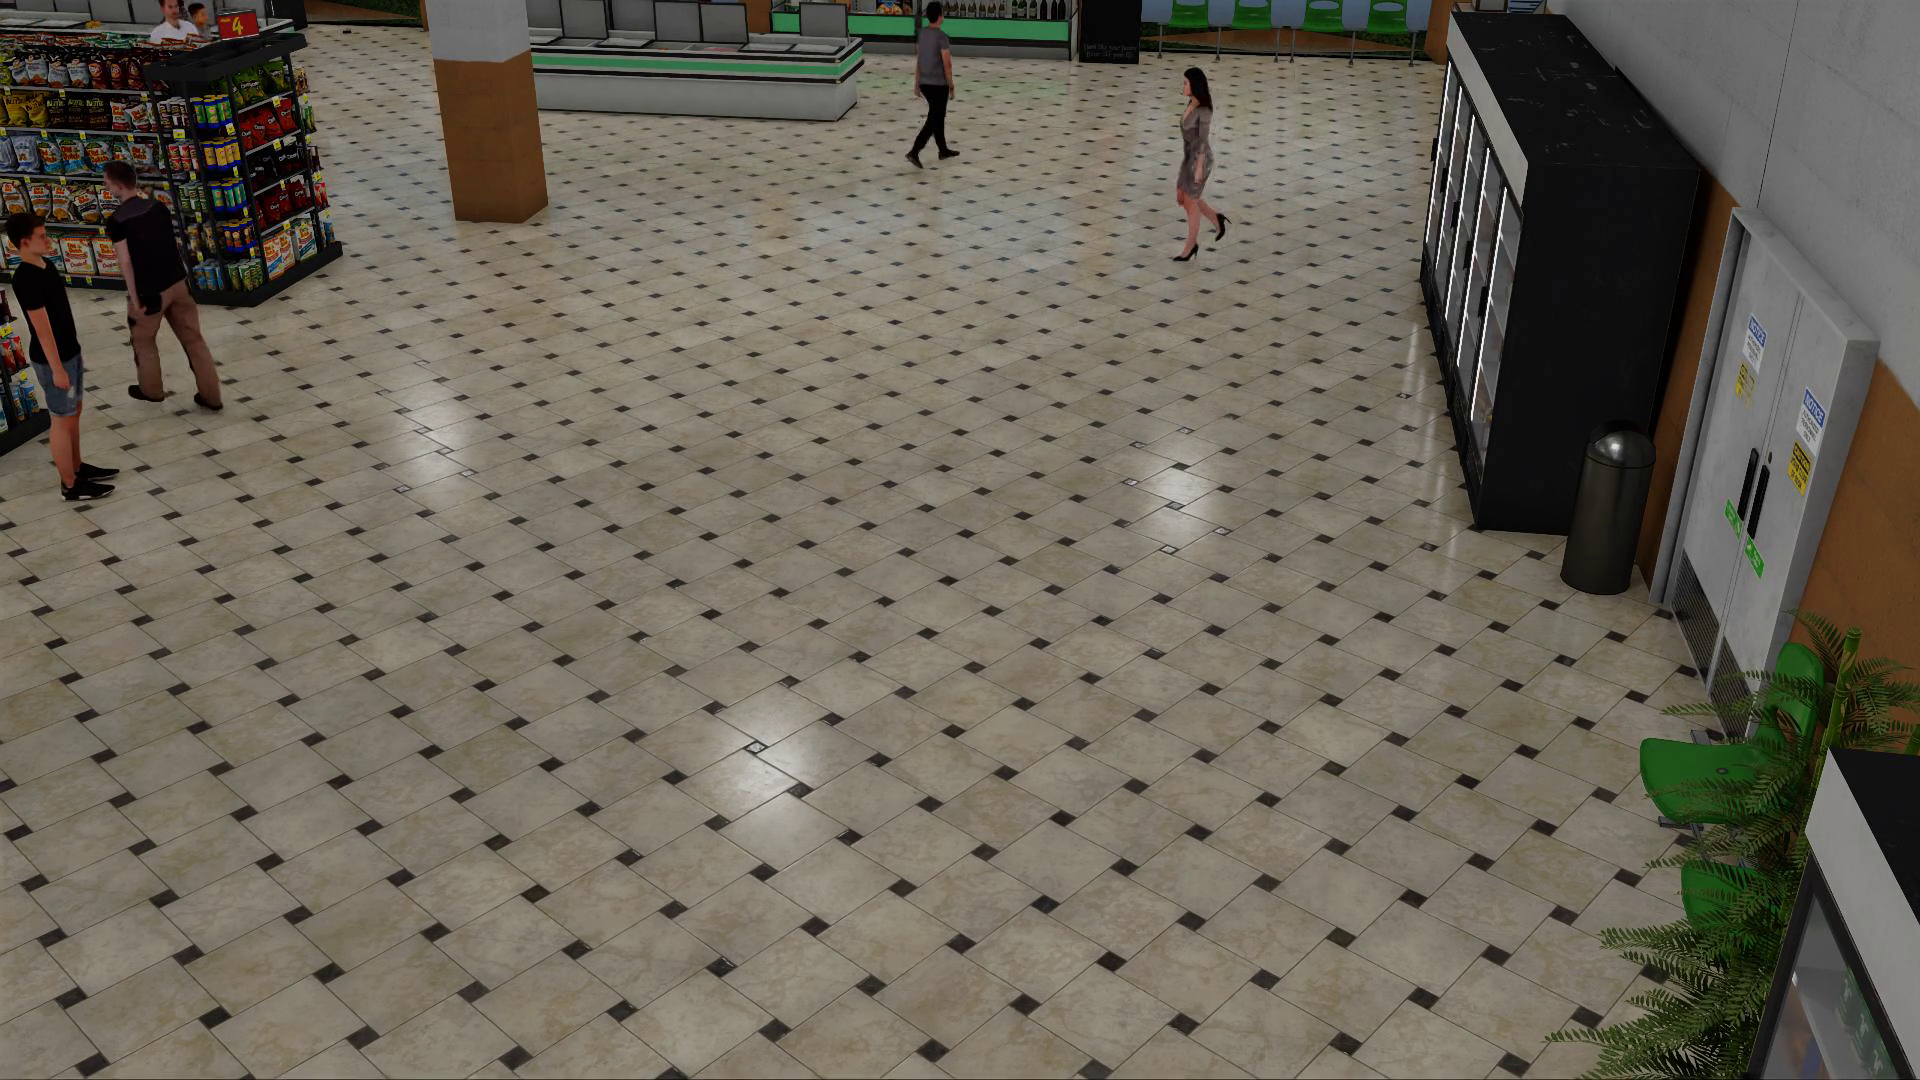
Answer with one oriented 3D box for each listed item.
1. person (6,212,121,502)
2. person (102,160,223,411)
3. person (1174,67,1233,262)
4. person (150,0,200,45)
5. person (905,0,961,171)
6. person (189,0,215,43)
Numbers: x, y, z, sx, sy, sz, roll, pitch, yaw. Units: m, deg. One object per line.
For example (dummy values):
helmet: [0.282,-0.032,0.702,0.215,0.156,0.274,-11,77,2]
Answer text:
person: [-5.717,-1.162,10.488,0.712,1.845,0.722,-8,28,-15]
person: [-5.563,-1.737,11.669,1.099,1.803,0.940,18,32,31]
person: [2.203,-3.364,14.962,0.942,1.727,0.827,-8,28,-16]
person: [-8.405,-4.951,17.962,0.858,1.844,0.912,-24,36,-39]
person: [-0.341,-4.885,17.954,1.141,1.734,1.150,-22,34,-36]
person: [-9.149,-5.791,20.060,0.816,1.443,0.660,-1,27,-2]
